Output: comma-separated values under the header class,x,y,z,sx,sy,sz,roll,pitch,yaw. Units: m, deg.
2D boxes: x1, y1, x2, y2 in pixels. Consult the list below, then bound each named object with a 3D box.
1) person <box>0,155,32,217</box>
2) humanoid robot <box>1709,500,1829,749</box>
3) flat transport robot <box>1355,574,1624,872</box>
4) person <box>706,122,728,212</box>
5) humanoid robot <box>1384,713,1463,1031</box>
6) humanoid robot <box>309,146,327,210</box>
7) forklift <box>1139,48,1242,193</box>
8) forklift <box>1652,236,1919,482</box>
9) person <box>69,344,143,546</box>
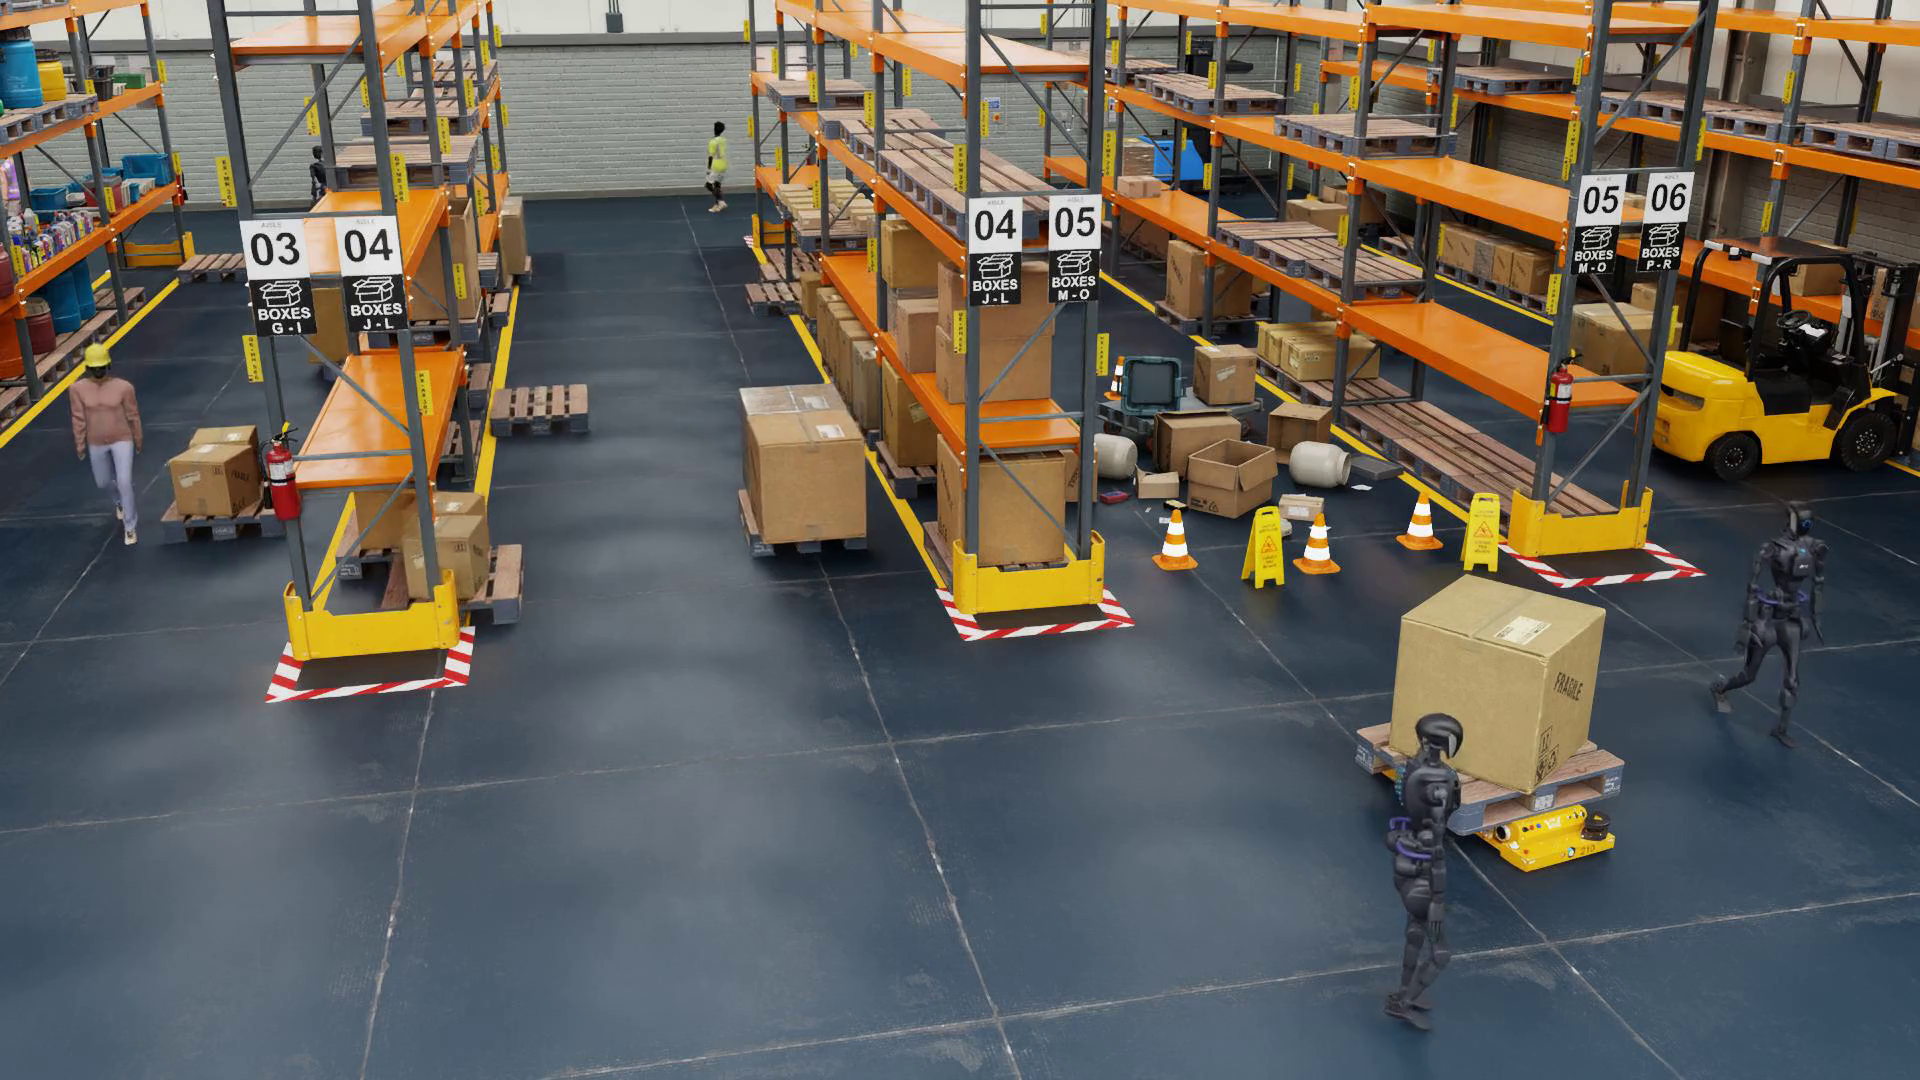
class,x,y,z,sx,sy,sz,roll,pitch,yaw
person,-15.366,-5.563,27.147,0.350,1.688,0.489,11,23,27
humanoid robot,5.347,0.491,10.904,0.612,1.635,0.706,-4,21,-11
flat transport robot,3.179,1.533,10.075,0.659,0.231,1.431,-9,22,-23
person,-4.493,-6.860,30.663,0.394,1.661,0.555,8,22,20
humanoid robot,2.211,1.561,7.979,0.312,1.652,0.608,1,20,3
humanoid robot,-10.527,-5.680,27.492,0.638,1.640,0.602,7,22,19
forklift,4.566,-8.313,32.860,1.873,2.768,1.129,-4,21,-12
forklift,8.013,-1.814,16.330,2.313,2.155,1.214,-4,21,-12
person,-7.369,-0.879,14.446,0.521,1.736,0.733,-5,21,-13
